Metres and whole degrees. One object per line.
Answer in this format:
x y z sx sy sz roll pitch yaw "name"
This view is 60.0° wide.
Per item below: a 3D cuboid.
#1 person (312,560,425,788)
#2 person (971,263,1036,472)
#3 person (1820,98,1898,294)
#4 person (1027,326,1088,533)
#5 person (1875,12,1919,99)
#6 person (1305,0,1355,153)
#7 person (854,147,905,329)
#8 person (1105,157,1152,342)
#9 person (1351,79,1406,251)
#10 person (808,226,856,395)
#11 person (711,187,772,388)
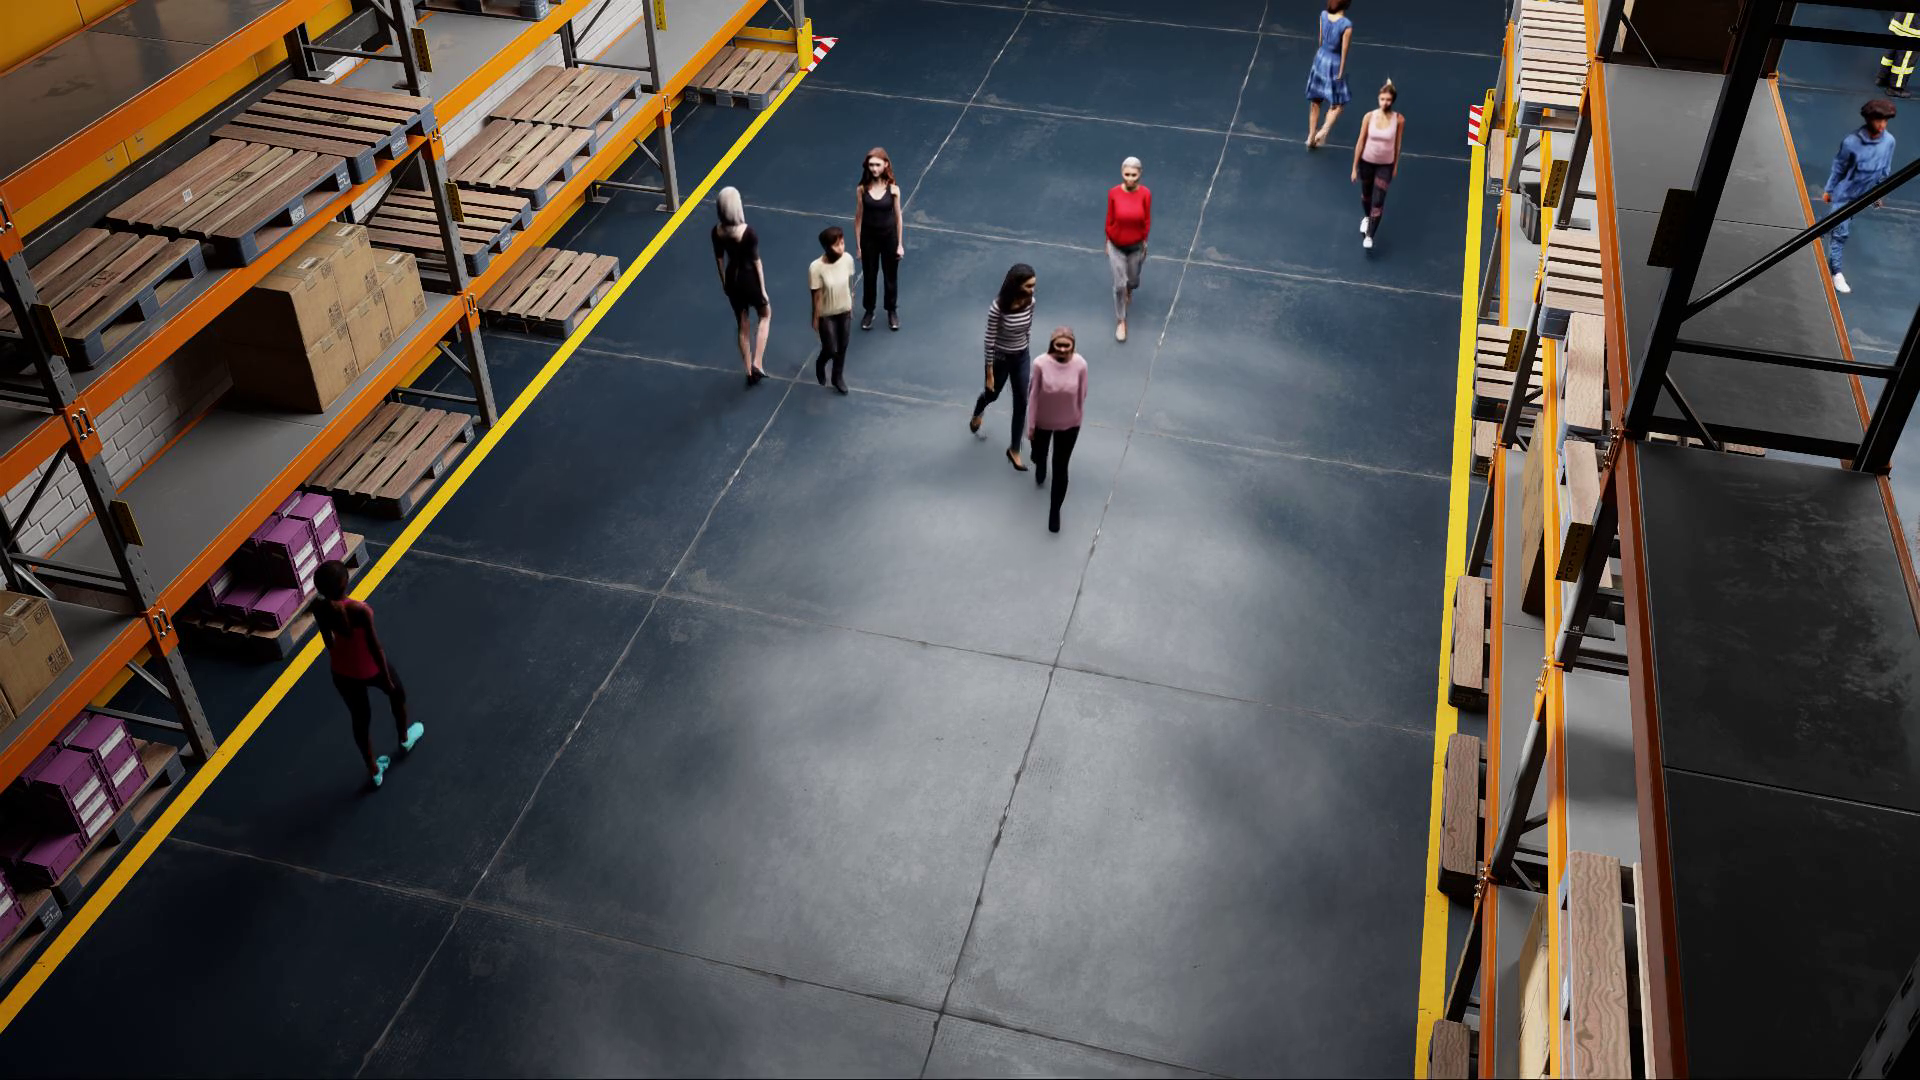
-3.778 0.888 10.382 0.647 1.705 0.807 4 39 5 "person"
0.338 -1.409 13.211 1.038 1.765 1.087 -17 41 -20 "person"
8.321 -3.312 15.587 1.014 1.773 1.294 -5 39 -7 "person"
0.711 -0.940 12.703 0.766 1.667 1.102 1 39 1 "person"
10.886 -6.005 18.889 0.885 1.861 0.718 1 39 1 "person"
3.848 -4.914 17.577 0.849 1.793 0.806 -30 47 -32 "person"
-0.713 -2.694 14.835 0.642 1.746 0.592 0 39 0 "person"
1.480 -2.640 14.821 0.657 1.680 0.940 3 39 3 "person"
4.059 -3.681 16.191 0.604 1.596 1.048 11 40 14 "person"
-1.111 -1.945 14.034 0.735 1.574 0.801 -24 45 -27 "person"
-1.865 -2.061 13.989 0.607 1.814 0.598 13 40 15 "person"
